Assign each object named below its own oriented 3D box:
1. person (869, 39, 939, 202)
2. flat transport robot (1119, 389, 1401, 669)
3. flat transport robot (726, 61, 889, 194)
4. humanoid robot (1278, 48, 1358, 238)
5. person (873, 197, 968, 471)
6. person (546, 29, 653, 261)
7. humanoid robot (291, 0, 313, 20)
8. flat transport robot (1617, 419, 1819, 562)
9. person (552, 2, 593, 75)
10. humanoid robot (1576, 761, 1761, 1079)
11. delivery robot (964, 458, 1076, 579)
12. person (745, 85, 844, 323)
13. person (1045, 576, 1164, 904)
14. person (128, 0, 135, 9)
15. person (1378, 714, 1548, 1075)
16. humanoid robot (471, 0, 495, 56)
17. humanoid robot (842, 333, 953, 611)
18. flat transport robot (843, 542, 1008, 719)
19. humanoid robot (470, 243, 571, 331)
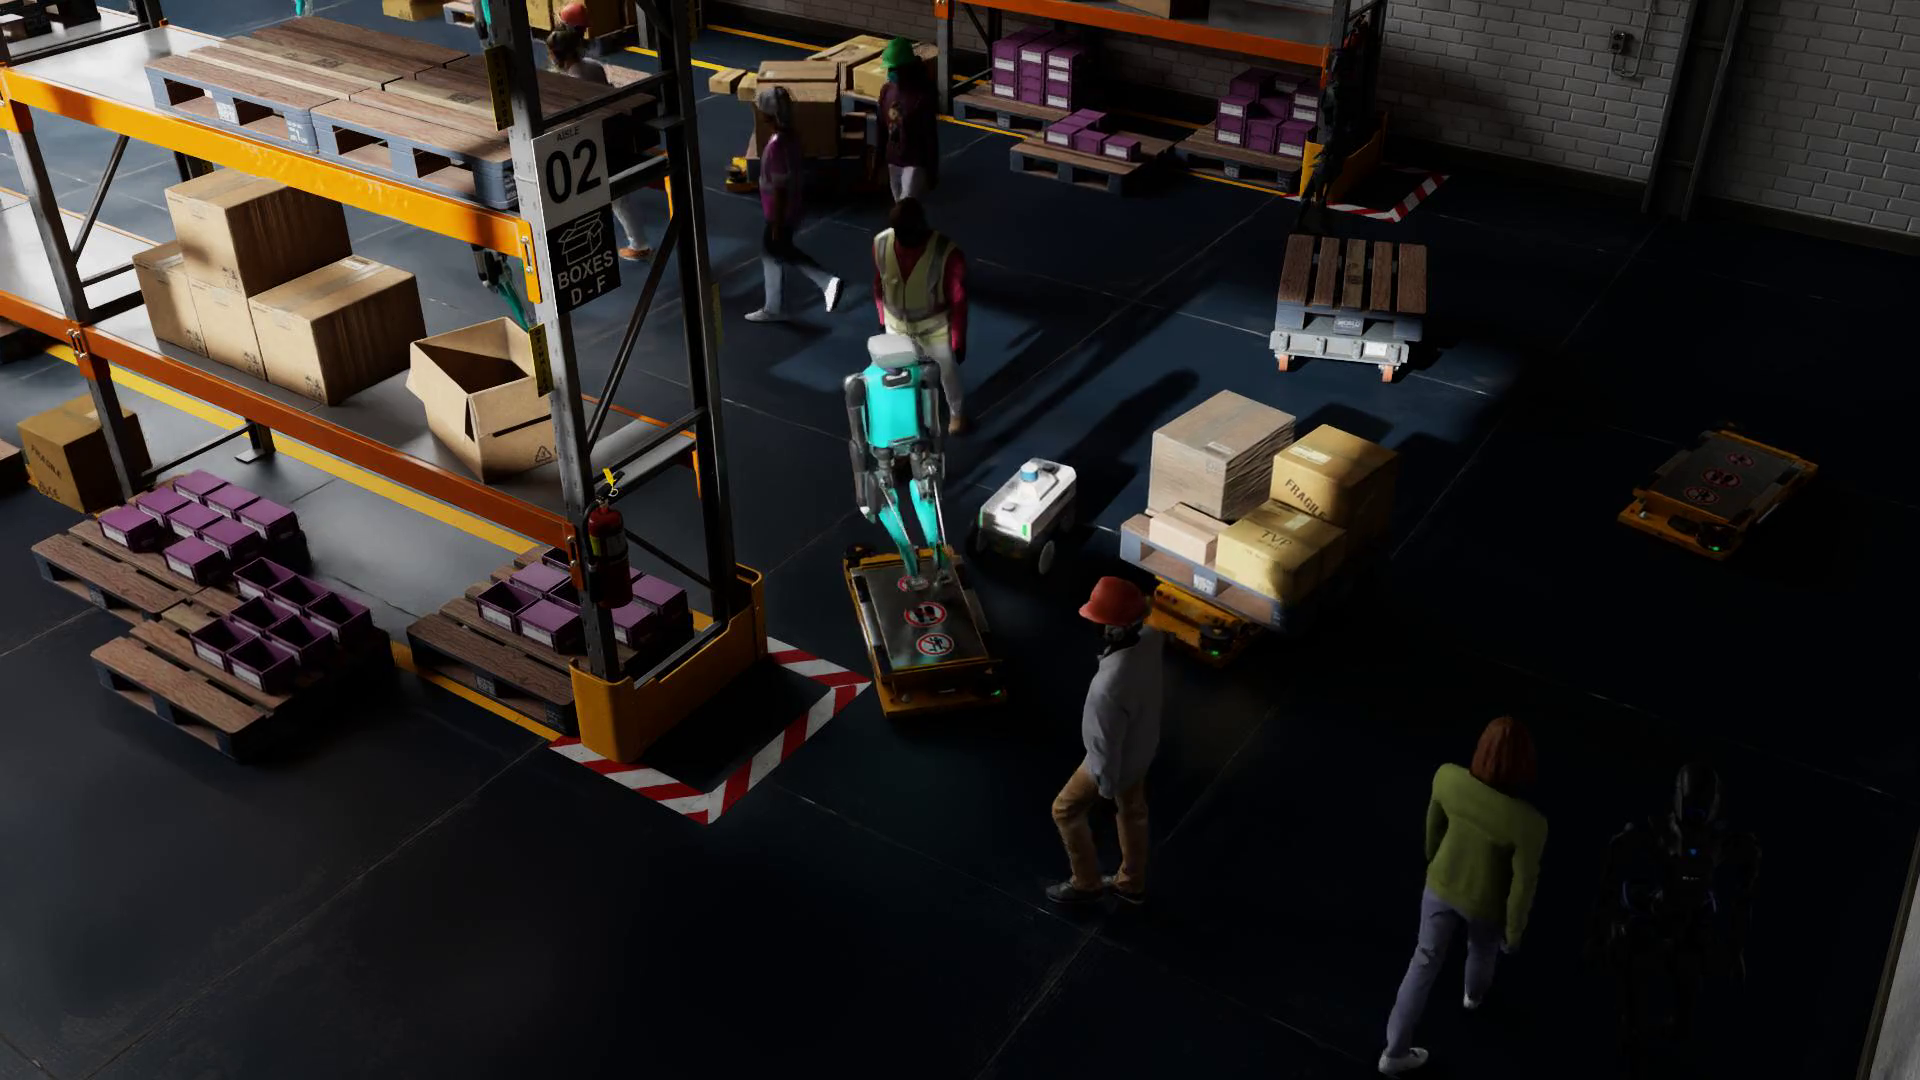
[{"bbox_3d":[-0.435,-2.887,12.800,0.501,1.923,0.612,25,41,33],"label":"person"},{"bbox_3d":[1.640,0.229,9.521,0.659,0.231,1.431,27,42,35],"label":"flat transport robot"},{"bbox_3d":[-1.365,-3.351,15.024,1.431,0.231,0.659,0,33,-1],"label":"flat transport robot"},{"bbox_3d":[2.917,-3.128,13.414,0.598,1.649,0.609,7,34,11],"label":"humanoid robot"},{"bbox_3d":[-0.236,-1.356,10.577,0.682,1.790,0.986,12,35,18],"label":"person"},{"bbox_3d":[-2.982,-3.117,13.205,1.043,1.853,0.691,5,33,7],"label":"person"},{"bbox_3d":[-7.052,-6.077,17.866,0.870,1.759,0.551,27,42,35],"label":"humanoid robot"},{"bbox_3d":[4.753,-0.326,10.374,0.659,0.231,1.431,28,42,36],"label":"flat transport robot"},{"bbox_3d":[-3.334,-3.743,14.283,0.531,1.725,0.585,1,33,2],"label":"person"},{"bbox_3d":[2.691,1.492,6.317,0.613,1.643,0.501,6,34,9],"label":"humanoid robot"},{"bbox_3d":[0.404,-0.181,9.871,0.499,0.576,0.757,17,37,24],"label":"delivery robot"},{"bbox_3d":[-1.262,-2.433,12.180,0.683,1.827,0.525,3,33,5],"label":"person"},{"bbox_3d":[0.615,0.882,7.169,0.546,1.731,0.572,18,37,25],"label":"person"},{"bbox_3d":[-9.697,-6.971,19.243,0.739,1.725,0.821,-11,35,-16],"label":"person"},{"bbox_3d":[1.987,1.397,6.510,0.501,1.586,0.799,25,40,33],"label":"person"},{"bbox_3d":[-4.096,-4.500,15.461,1.027,1.733,0.550,27,42,35],"label":"humanoid robot"},{"bbox_3d":[-0.251,-0.184,8.820,0.557,1.801,0.702,-14,36,-20],"label":"humanoid robot"},{"bbox_3d":[-0.215,0.451,9.180,0.659,0.231,1.431,-7,34,-10],"label":"flat transport robot"},{"bbox_3d":[-2.975,-1.827,11.366,0.543,1.752,1.033,-23,39,-31],"label":"humanoid robot"}]
